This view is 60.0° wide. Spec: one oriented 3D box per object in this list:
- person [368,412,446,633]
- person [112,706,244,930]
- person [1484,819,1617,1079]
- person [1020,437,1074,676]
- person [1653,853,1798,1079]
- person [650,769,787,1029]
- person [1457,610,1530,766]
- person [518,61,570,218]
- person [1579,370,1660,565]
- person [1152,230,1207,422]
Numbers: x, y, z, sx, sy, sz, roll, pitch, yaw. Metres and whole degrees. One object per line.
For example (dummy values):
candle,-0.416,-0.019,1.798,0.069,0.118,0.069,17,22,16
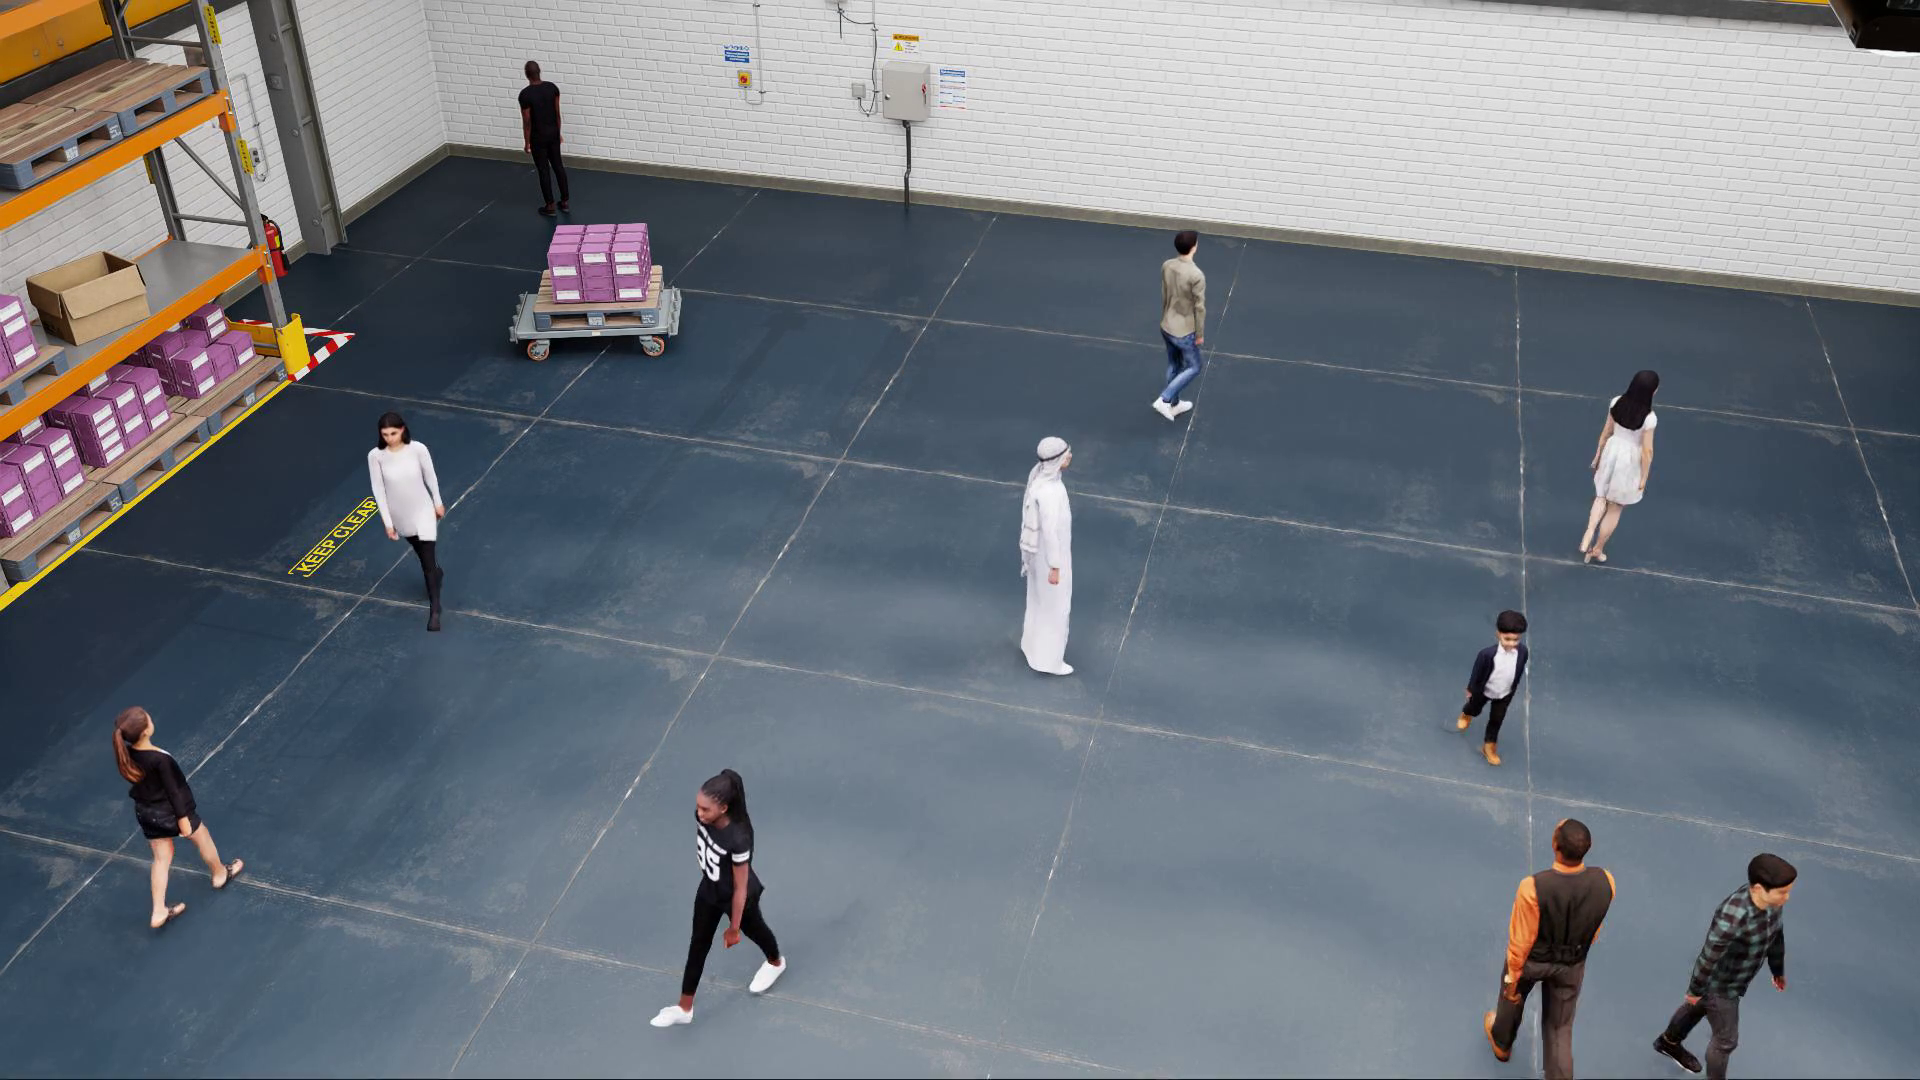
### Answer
person,-4.184,-0.238,12.739,0.918,1.748,1.271,-5,34,-8
person,-4.867,1.678,10.047,0.563,1.536,0.918,10,35,15
person,3.147,2.315,8.784,0.860,1.874,1.283,2,34,3
person,0.638,0.097,12.075,0.840,1.925,0.700,-3,34,-4
person,4.017,2.244,8.836,0.977,1.696,0.972,-27,42,-34
person,-1.236,1.983,9.447,0.994,1.693,1.224,28,43,36
person,3.660,0.949,11.440,0.645,1.209,0.816,-3,34,-4
person,-4.832,-4.676,19.352,0.699,1.819,0.812,-26,42,-34
person,5.162,-0.527,13.160,0.895,1.764,0.831,-22,39,-29
person,1.951,-1.910,15.156,0.988,1.857,0.928,-21,39,-28
